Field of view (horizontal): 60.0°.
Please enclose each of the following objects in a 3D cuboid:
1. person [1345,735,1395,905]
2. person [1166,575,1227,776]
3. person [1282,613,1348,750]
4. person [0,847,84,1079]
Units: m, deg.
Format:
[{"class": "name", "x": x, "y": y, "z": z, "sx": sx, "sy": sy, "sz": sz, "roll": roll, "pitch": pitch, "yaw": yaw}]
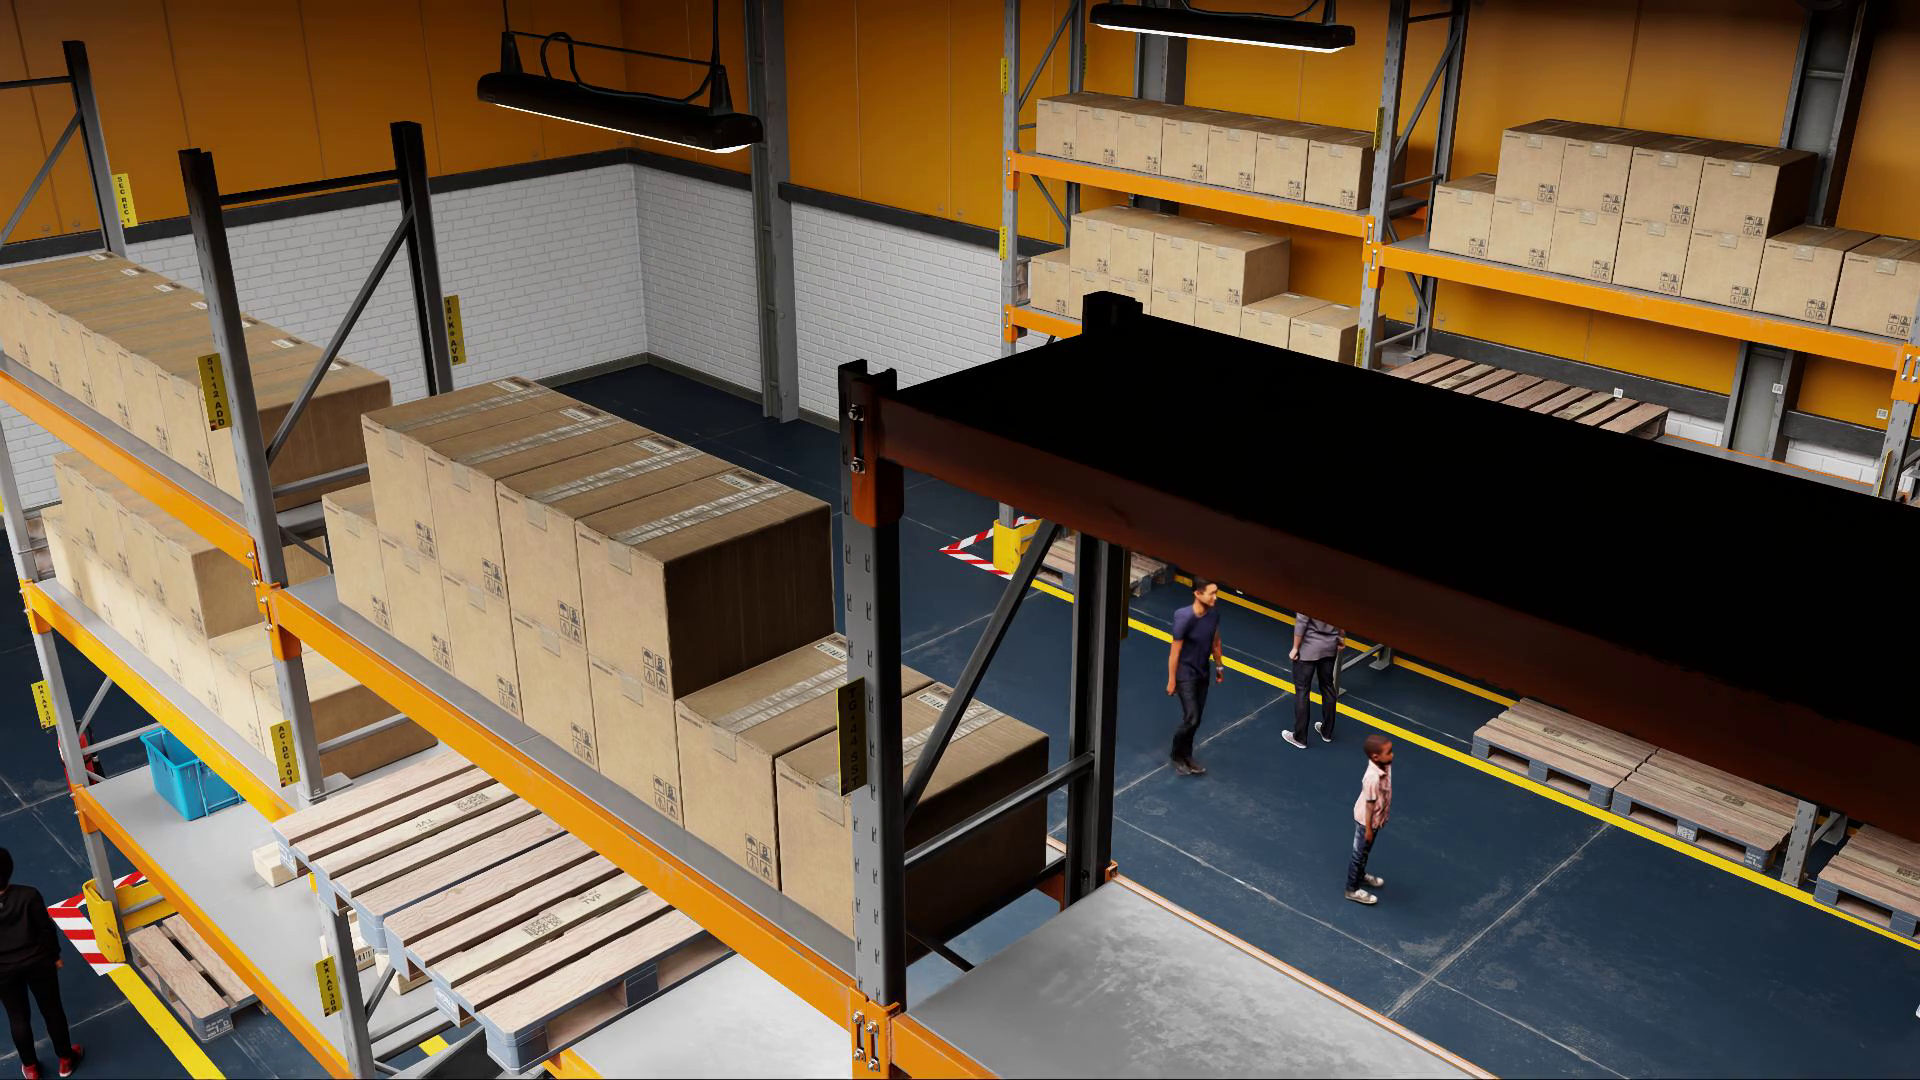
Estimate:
[{"class": "person", "x": 2.926, "y": 1.972, "z": 11.911, "sx": 0.557, "sy": 1.306, "sz": 0.547, "roll": 10, "pitch": 26, "yaw": 22}, {"class": "person", "x": 1.821, "y": 1.053, "z": 13.420, "sx": 0.692, "sy": 1.781, "sz": 0.597, "roll": -18, "pitch": 30, "yaw": -36}, {"class": "person", "x": 2.970, "y": 0.851, "z": 13.792, "sx": 0.746, "sy": 1.852, "sz": 0.689, "roll": -9, "pitch": 25, "yaw": -20}, {"class": "person", "x": -5.690, "y": 2.567, "z": 10.085, "sx": 0.663, "sy": 1.677, "sz": 0.655, "roll": -10, "pitch": 26, "yaw": -22}]
